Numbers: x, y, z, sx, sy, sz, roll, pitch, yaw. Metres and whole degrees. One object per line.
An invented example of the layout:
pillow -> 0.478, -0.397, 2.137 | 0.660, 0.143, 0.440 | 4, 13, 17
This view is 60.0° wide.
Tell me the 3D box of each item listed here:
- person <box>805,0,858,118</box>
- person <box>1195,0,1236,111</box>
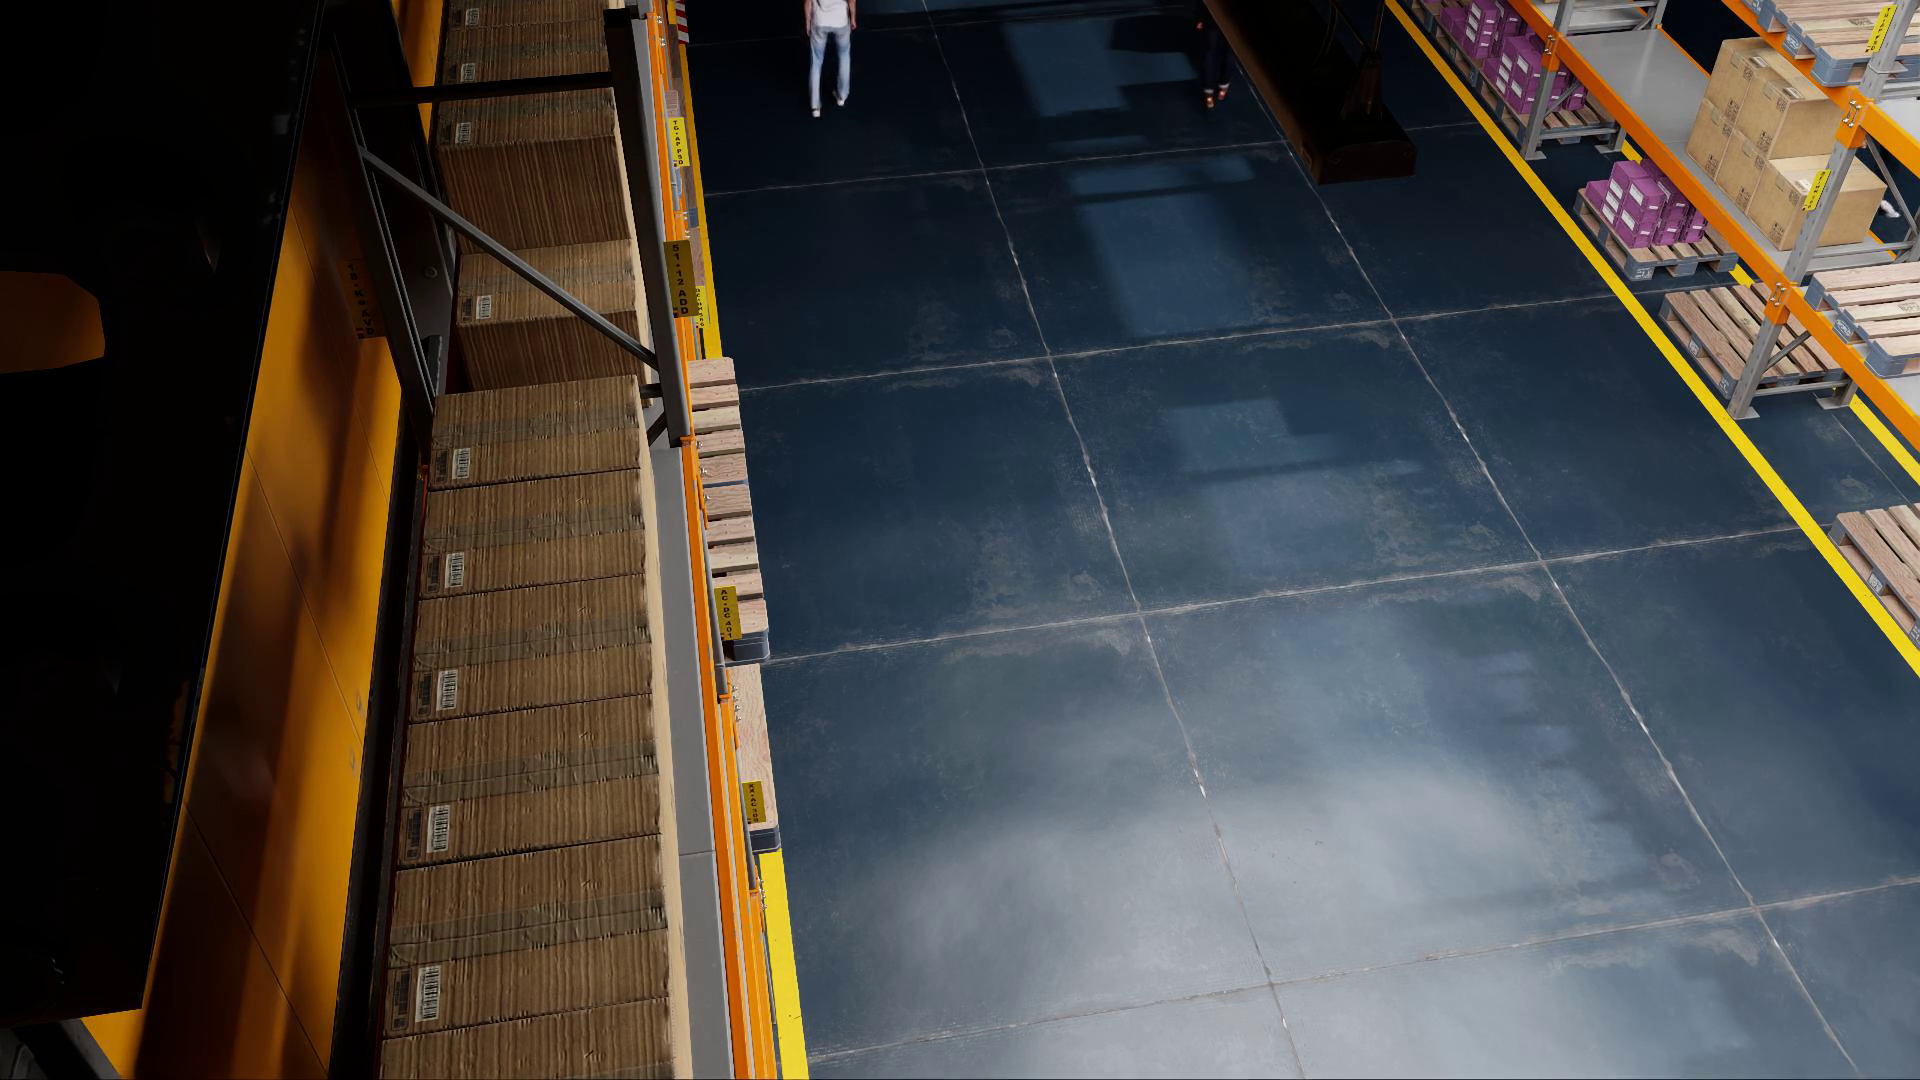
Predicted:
person -> -1.238, -4.981, 16.130 | 0.708, 1.813, 0.732 | -8, 44, -9
person -> 2.560, -5.027, 16.185 | 0.887, 1.804, 1.080 | 4, 44, 4
